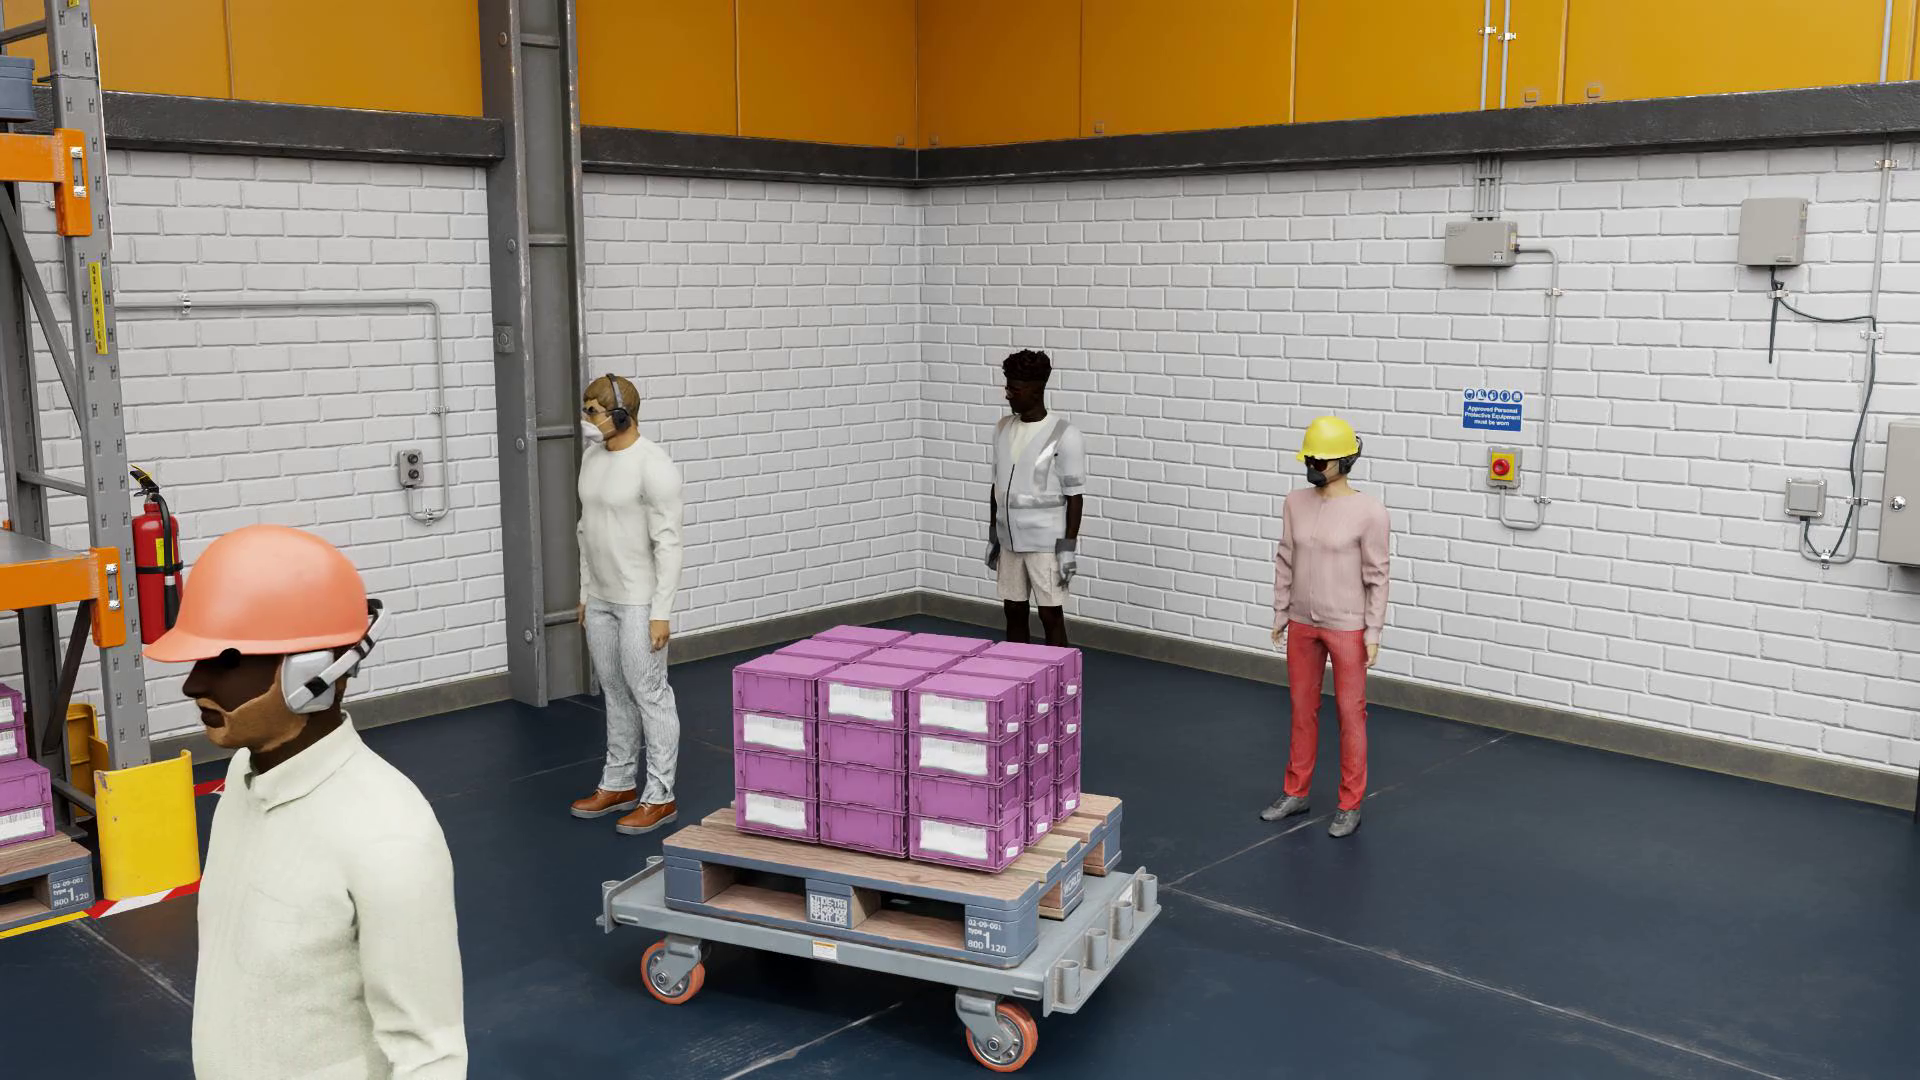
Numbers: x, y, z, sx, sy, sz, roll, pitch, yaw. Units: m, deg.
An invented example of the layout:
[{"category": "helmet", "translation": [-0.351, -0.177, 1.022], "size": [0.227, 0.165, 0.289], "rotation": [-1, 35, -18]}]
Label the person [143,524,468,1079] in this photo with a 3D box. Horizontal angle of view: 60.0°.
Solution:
[{"category": "person", "translation": [-0.984, 0.960, 2.563], "size": [0.609, 1.996, 0.383], "rotation": [9, 13, 44]}]

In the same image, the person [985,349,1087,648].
[{"category": "person", "translation": [0.367, -0.001, 8.562], "size": [0.601, 1.961, 0.372], "rotation": [9, 13, 44]}]

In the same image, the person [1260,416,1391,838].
[{"category": "person", "translation": [1.531, 0.360, 6.962], "size": [0.523, 1.763, 0.329], "rotation": [9, 13, 44]}]

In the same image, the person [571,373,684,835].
[{"category": "person", "translation": [-1.407, 0.264, 7.016], "size": [0.627, 1.936, 0.374], "rotation": [9, 13, 44]}]
